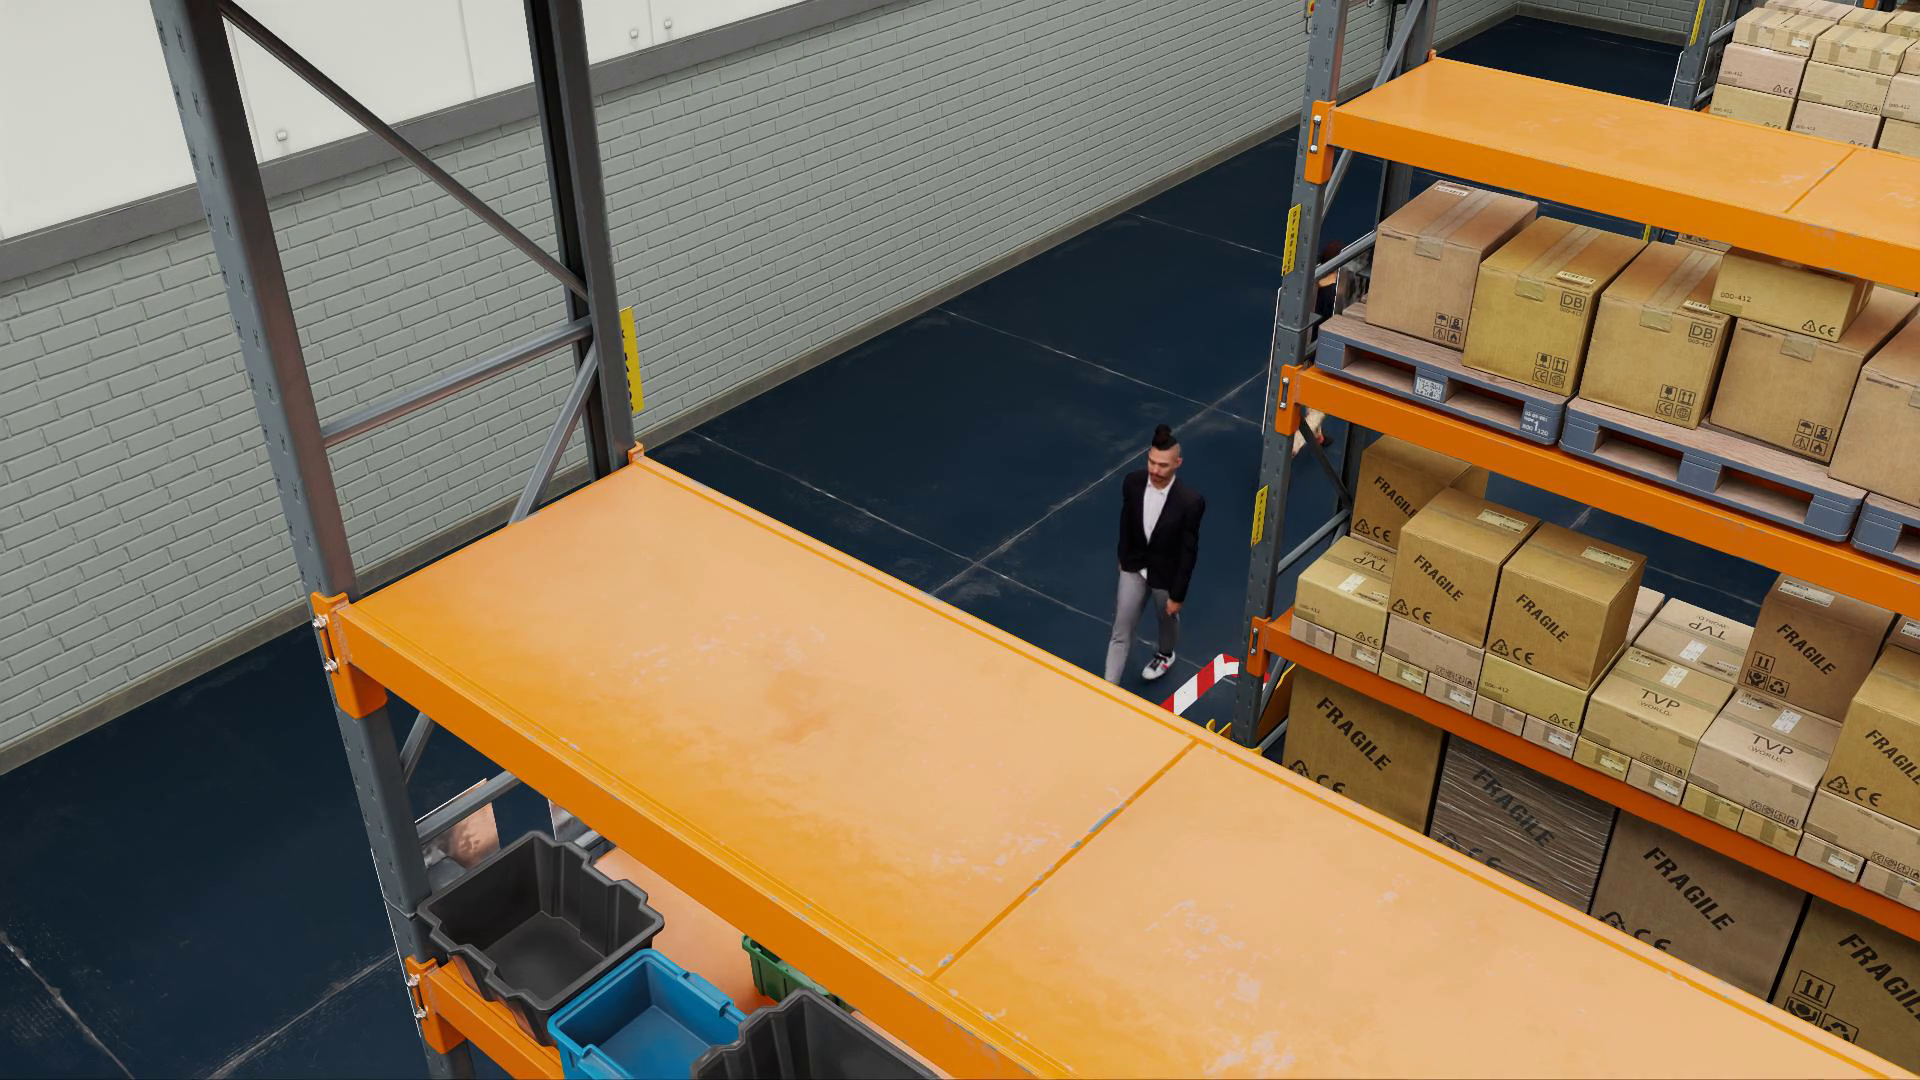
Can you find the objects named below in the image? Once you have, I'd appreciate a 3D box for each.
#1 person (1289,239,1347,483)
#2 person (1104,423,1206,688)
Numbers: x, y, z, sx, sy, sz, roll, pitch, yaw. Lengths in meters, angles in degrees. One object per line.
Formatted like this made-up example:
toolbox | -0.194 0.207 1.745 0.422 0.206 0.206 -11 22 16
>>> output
person | 2.594 -1.276 12.197 0.781 1.821 1.126 -28 42 -35
person | 1.235 0.113 9.980 1.153 1.908 0.876 21 39 29
